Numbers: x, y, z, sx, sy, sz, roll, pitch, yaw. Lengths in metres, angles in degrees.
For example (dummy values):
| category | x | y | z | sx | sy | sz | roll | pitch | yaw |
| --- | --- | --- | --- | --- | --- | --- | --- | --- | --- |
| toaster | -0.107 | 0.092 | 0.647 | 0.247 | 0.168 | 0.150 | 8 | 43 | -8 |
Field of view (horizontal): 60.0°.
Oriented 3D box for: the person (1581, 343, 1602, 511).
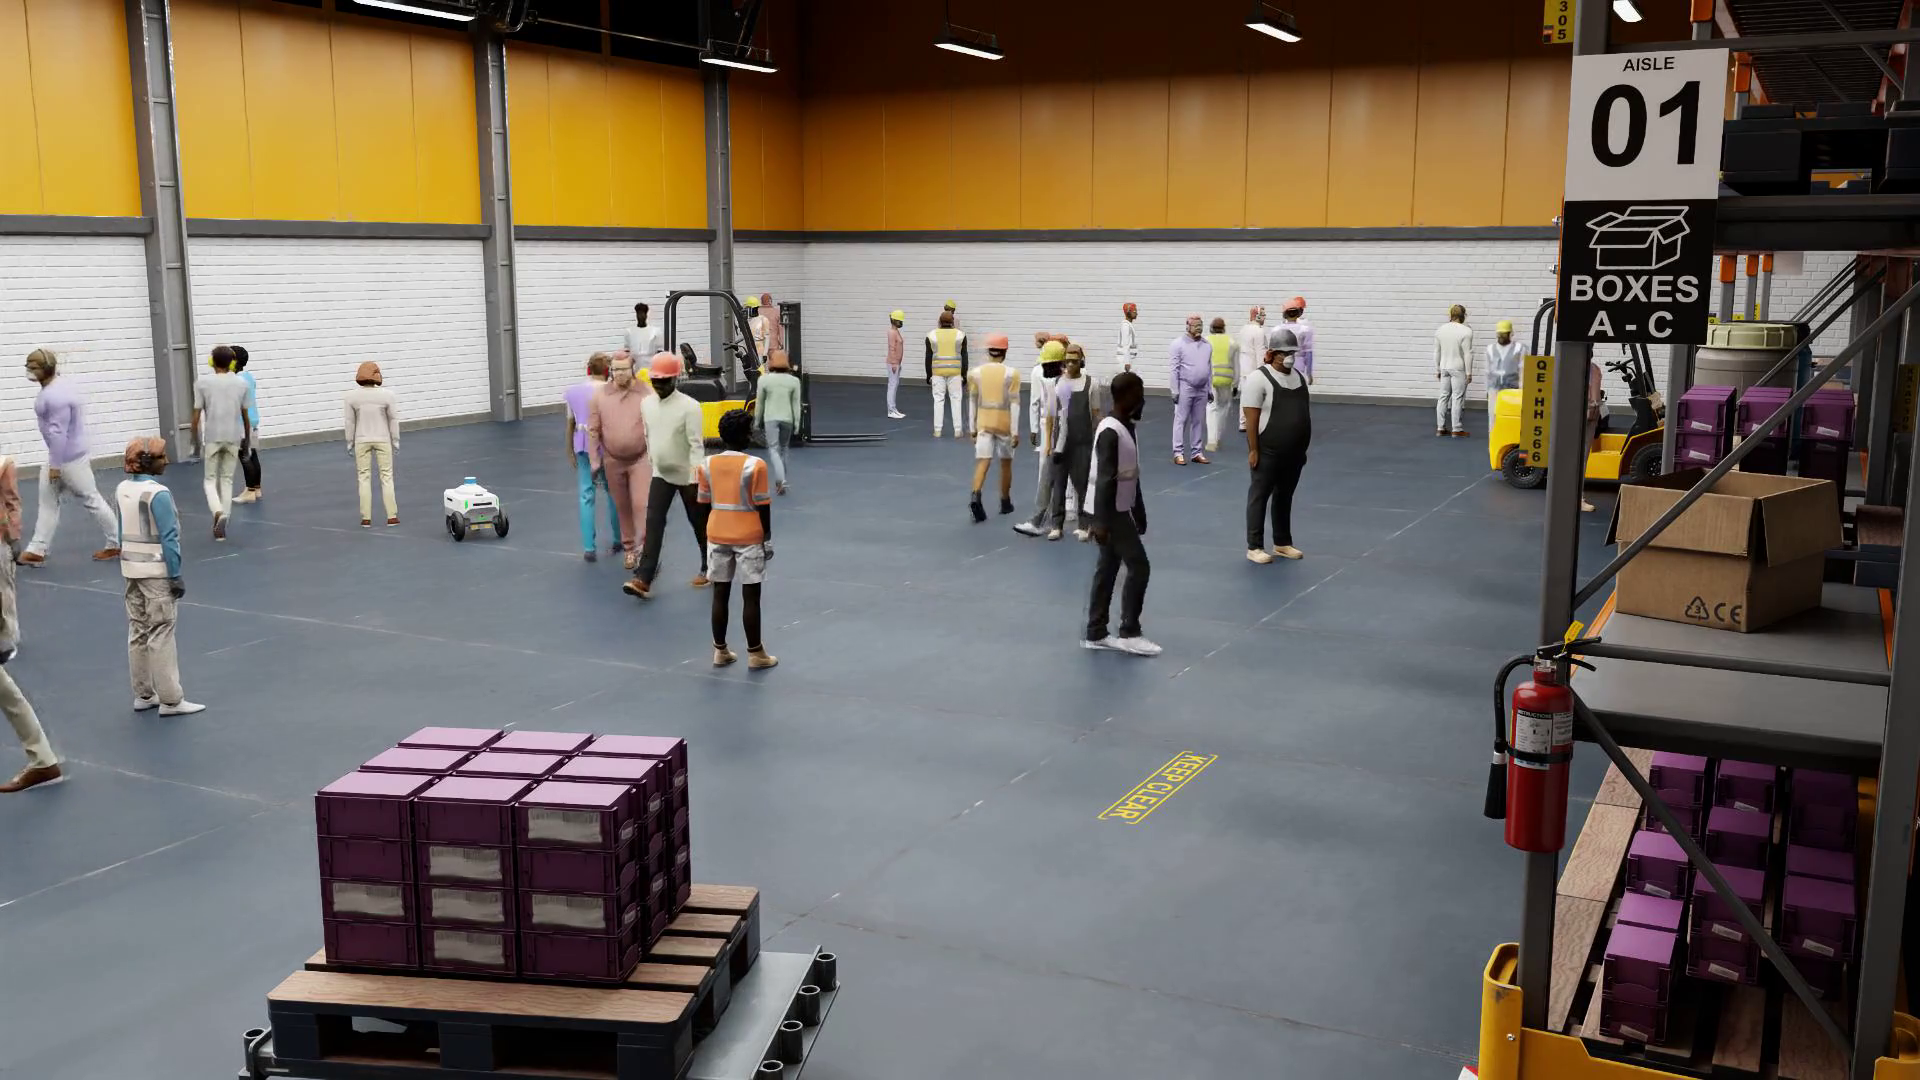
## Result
| category | x | y | z | sx | sy | sz | roll | pitch | yaw |
| --- | --- | --- | --- | --- | --- | --- | --- | --- | --- |
| person | 6.405 | -1.199 | 17.244 | 0.627 | 1.846 | 0.429 | -5 | 11 | -28 |

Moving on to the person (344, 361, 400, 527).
| category | x | y | z | sx | sy | sz | roll | pitch | yaw |
| --- | --- | --- | --- | --- | --- | --- | --- | --- | --- |
| person | -5.770 | -0.940 | 16.349 | 0.503 | 1.631 | 0.282 | -2 | 10 | -13 |

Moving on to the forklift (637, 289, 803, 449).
| category | x | y | z | sx | sy | sz | roll | pitch | yaw |
| --- | --- | --- | --- | --- | --- | --- | --- | --- | --- |
| forklift | -3.358 | -2.392 | 23.136 | 2.313 | 2.155 | 1.214 | -1 | 10 | -5 |

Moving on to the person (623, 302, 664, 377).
| category | x | y | z | sx | sy | sz | roll | pitch | yaw |
| --- | --- | --- | --- | --- | --- | --- | --- | --- | --- |
| person | -4.806 | -2.636 | 25.249 | 0.625 | 1.948 | 0.740 | 0 | 10 | 2 |

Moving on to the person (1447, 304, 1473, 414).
| category | x | y | z | sx | sy | sz | roll | pitch | yaw |
| --- | --- | --- | --- | --- | --- | --- | --- | --- | --- |
| person | 8.275 | -3.029 | 27.868 | 0.601 | 1.830 | 0.404 | -3 | 10 | -17 |

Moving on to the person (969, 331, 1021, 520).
| category | x | y | z | sx | sy | sz | roll | pitch | yaw |
| --- | --- | --- | --- | --- | --- | --- | --- | --- | --- |
| person | 0.334 | -1.162 | 16.863 | 0.557 | 1.908 | 0.898 | 3 | 10 | 19 |

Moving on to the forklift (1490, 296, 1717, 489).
| category | x | y | z | sx | sy | sz | roll | pitch | yaw |
| --- | --- | --- | --- | --- | --- | --- | --- | --- | --- |
| forklift | 7.296 | -1.677 | 18.993 | 2.313 | 2.155 | 1.214 | 5 | 11 | 27 |

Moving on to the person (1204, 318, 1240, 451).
| category | x | y | z | sx | sy | sz | roll | pitch | yaw |
| --- | --- | --- | --- | --- | --- | --- | --- | --- | --- |
| person | 3.494 | -2.142 | 22.847 | 0.651 | 1.781 | 0.960 | 0 | 10 | 1 |

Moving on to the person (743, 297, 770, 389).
| category | x | y | z | sx | sy | sz | roll | pitch | yaw |
| --- | --- | --- | --- | --- | --- | --- | --- | --- | --- |
| person | -3.607 | -3.315 | 29.279 | 0.585 | 1.917 | 0.382 | 8 | 12 | 38 |

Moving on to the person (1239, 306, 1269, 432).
| category | x | y | z | sx | sy | sz | roll | pitch | yaw |
| --- | --- | --- | --- | --- | --- | --- | --- | --- | --- |
| person | 4.397 | -2.528 | 24.758 | 0.402 | 1.906 | 0.652 | -3 | 10 | -15 |

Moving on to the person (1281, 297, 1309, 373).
| category | x | y | z | sx | sy | sz | roll | pitch | yaw |
| --- | --- | --- | --- | --- | --- | --- | --- | --- | --- |
| person | 5.761 | -3.191 | 28.506 | 0.552 | 1.935 | 0.374 | 10 | 14 | 44 |

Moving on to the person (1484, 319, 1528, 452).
| category | x | y | z | sx | sy | sz | roll | pitch | yaw |
| --- | --- | --- | --- | --- | --- | --- | --- | --- | --- |
| person | 7.447 | -2.123 | 22.716 | 0.582 | 1.801 | 0.783 | 5 | 11 | 26 |

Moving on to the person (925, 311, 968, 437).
| category | x | y | z | sx | sy | sz | roll | pitch | yaw |
| --- | --- | --- | --- | --- | --- | --- | --- | --- | --- |
| person | -0.196 | -2.428 | 24.366 | 0.633 | 1.842 | 0.429 | 0 | 10 | -1 |

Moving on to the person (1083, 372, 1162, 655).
| category | x | y | z | sx | sy | sz | roll | pitch | yaw |
| --- | --- | --- | --- | --- | --- | --- | --- | --- | --- |
| person | 1.157 | -0.174 | 11.137 | 0.693 | 1.895 | 0.631 | 3 | 10 | 15 |

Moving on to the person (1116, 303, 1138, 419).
| category | x | y | z | sx | sy | sz | roll | pitch | yaw |
| --- | --- | --- | --- | --- | --- | --- | --- | --- | --- |
| person | 2.723 | -2.910 | 27.038 | 0.360 | 1.882 | 0.575 | 1 | 10 | 7 |

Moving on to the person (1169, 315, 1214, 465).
| category | x | y | z | sx | sy | sz | roll | pitch | yaw |
| --- | --- | --- | --- | --- | --- | --- | --- | --- | --- |
| person | 2.965 | -1.907 | 21.157 | 0.638 | 1.909 | 0.408 | -5 | 11 | -27 |

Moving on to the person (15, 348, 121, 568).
| category | x | y | z | sx | sy | sz | roll | pitch | yaw |
| --- | --- | --- | --- | --- | --- | --- | --- | --- | --- |
| person | -7.675 | -0.699 | 14.260 | 0.961 | 1.889 | 0.643 | -8 | 13 | -40 |

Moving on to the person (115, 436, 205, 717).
| category | x | y | z | sx | sy | sz | roll | pitch | yaw |
| --- | --- | --- | --- | --- | --- | --- | --- | --- | --- |
| person | -4.699 | 0.212 | 9.676 | 0.514 | 1.636 | 0.314 | 7 | 12 | 35 |

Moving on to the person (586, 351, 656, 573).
| category | x | y | z | sx | sy | sz | roll | pitch | yaw |
| --- | --- | --- | --- | --- | --- | --- | --- | --- | --- |
| person | -2.791 | -0.633 | 13.934 | 0.659 | 1.871 | 0.916 | 0 | 10 | 0 |

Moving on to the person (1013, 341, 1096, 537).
| category | x | y | z | sx | sy | sz | roll | pitch | yaw |
| --- | --- | --- | --- | --- | --- | --- | --- | --- | --- |
| person | 0.970 | -0.947 | 15.716 | 0.937 | 1.872 | 0.596 | -3 | 10 | -18 |

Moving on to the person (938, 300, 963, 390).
| category | x | y | z | sx | sy | sz | roll | pitch | yaw |
| --- | --- | --- | --- | --- | --- | --- | --- | --- | --- |
| person | -0.192 | -3.793 | 32.484 | 0.522 | 1.769 | 0.311 | 7 | 12 | 34 |

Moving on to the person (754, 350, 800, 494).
| category | x | y | z | sx | sy | sz | roll | pitch | yaw |
| --- | --- | --- | --- | --- | --- | --- | --- | --- | --- |
| person | -2.029 | -1.329 | 18.699 | 0.507 | 1.607 | 0.776 | -4 | 11 | -21 |

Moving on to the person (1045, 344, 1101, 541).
| category | x | y | z | sx | sy | sz | roll | pitch | yaw |
| --- | --- | --- | --- | --- | --- | --- | --- | --- | --- |
| person | 1.053 | -0.905 | 15.538 | 0.520 | 1.843 | 0.330 | 2 | 10 | 10 |

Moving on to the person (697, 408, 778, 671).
| category | x | y | z | sx | sy | sz | roll | pitch | yaw |
| --- | --- | --- | --- | --- | --- | --- | --- | --- | --- |
| person | -1.435 | 0.000 | 10.729 | 0.529 | 1.695 | 0.321 | 4 | 11 | 24 |

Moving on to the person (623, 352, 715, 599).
| category | x | y | z | sx | sy | sz | roll | pitch | yaw |
| --- | --- | --- | --- | --- | --- | --- | --- | --- | --- |
| person | -2.250 | -0.512 | 13.017 | 0.630 | 1.918 | 1.099 | 5 | 11 | 27 |

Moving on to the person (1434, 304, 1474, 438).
| category | x | y | z | sx | sy | sz | roll | pitch | yaw |
| --- | --- | --- | --- | --- | --- | --- | --- | --- | --- |
| person | 7.215 | -2.464 | 24.289 | 0.355 | 1.938 | 0.637 | -7 | 12 | -35 |

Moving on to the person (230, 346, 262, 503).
| category | x | y | z | sx | sy | sz | roll | pitch | yaw |
| --- | --- | --- | --- | --- | --- | --- | --- | --- | --- |
| person | -7.741 | -1.246 | 17.942 | 0.317 | 1.696 | 0.539 | -1 | 10 | -7 |

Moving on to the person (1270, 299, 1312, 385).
| category | x | y | z | sx | sy | sz | roll | pitch | yaw |
| --- | --- | --- | --- | --- | --- | --- | --- | --- | --- |
| person | 4.723 | -2.414 | 23.741 | 0.618 | 2.033 | 0.412 | 5 | 11 | 26 |

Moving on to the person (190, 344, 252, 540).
| category | x | y | z | sx | sy | sz | roll | pitch | yaw |
| --- | --- | --- | --- | --- | --- | --- | --- | --- | --- |
| person | -6.888 | -0.898 | 15.529 | 0.547 | 1.833 | 0.539 | -5 | 11 | -27 |

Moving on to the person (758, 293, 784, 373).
| category | x | y | z | sx | sy | sz | roll | pitch | yaw |
| --- | --- | --- | --- | --- | --- | --- | --- | --- | --- |
| person | -3.742 | -3.835 | 32.329 | 0.652 | 1.904 | 0.402 | -1 | 10 | -3 |

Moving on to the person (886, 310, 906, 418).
| category | x | y | z | sx | sy | sz | roll | pitch | yaw |
| --- | --- | --- | --- | --- | --- | --- | --- | --- | --- |
| person | -1.041 | -2.866 | 27.139 | 0.320 | 1.762 | 0.522 | 1 | 10 | 6 |

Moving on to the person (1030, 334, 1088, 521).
| category | x | y | z | sx | sy | sz | roll | pitch | yaw |
| --- | --- | --- | --- | --- | --- | --- | --- | --- | --- |
| person | 0.991 | -1.121 | 16.673 | 0.587 | 1.882 | 0.342 | 0 | 10 | -1 |

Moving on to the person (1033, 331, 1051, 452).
| category | x | y | z | sx | sy | sz | roll | pitch | yaw |
| --- | --- | --- | --- | --- | --- | --- | --- | --- | --- |
| person | 1.159 | -2.009 | 22.551 | 0.316 | 1.631 | 0.525 | 1 | 10 | 5 |

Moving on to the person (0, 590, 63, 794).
| category | x | y | z | sx | sy | sz | roll | pitch | yaw |
| --- | --- | --- | --- | --- | --- | --- | --- | --- | --- |
| person | -4.903 | 0.404 | 8.027 | 0.530 | 1.813 | 0.990 | 9 | 13 | 43 |

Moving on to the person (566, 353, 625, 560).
| category | x | y | z | sx | sy | sz | roll | pitch | yaw |
| --- | --- | --- | --- | --- | --- | --- | --- | --- | --- |
| person | -3.201 | -0.756 | 14.781 | 0.598 | 1.791 | 0.883 | 1 | 10 | 3 |

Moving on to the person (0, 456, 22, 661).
| category | x | y | z | sx | sy | sz | roll | pitch | yaw |
| --- | --- | --- | --- | --- | --- | --- | --- | --- | --- |
| person | -6.420 | 0.015 | 10.857 | 0.528 | 1.627 | 0.481 | -2 | 10 | -9 |

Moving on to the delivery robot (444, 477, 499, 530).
| category | x | y | z | sx | sy | sz | roll | pitch | yaw |
| --- | --- | --- | --- | --- | --- | --- | --- | --- | --- |
| delivery robot | -4.647 | -0.354 | 15.808 | 0.477 | 0.478 | 0.707 | -6 | 12 | -33 |

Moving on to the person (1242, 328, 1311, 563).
| category | x | y | z | sx | sy | sz | roll | pitch | yaw |
| --- | --- | --- | --- | --- | --- | --- | --- | --- | --- |
| person | 2.807 | -0.825 | 14.508 | 0.682 | 2.000 | 0.536 | -6 | 12 | -32 |
